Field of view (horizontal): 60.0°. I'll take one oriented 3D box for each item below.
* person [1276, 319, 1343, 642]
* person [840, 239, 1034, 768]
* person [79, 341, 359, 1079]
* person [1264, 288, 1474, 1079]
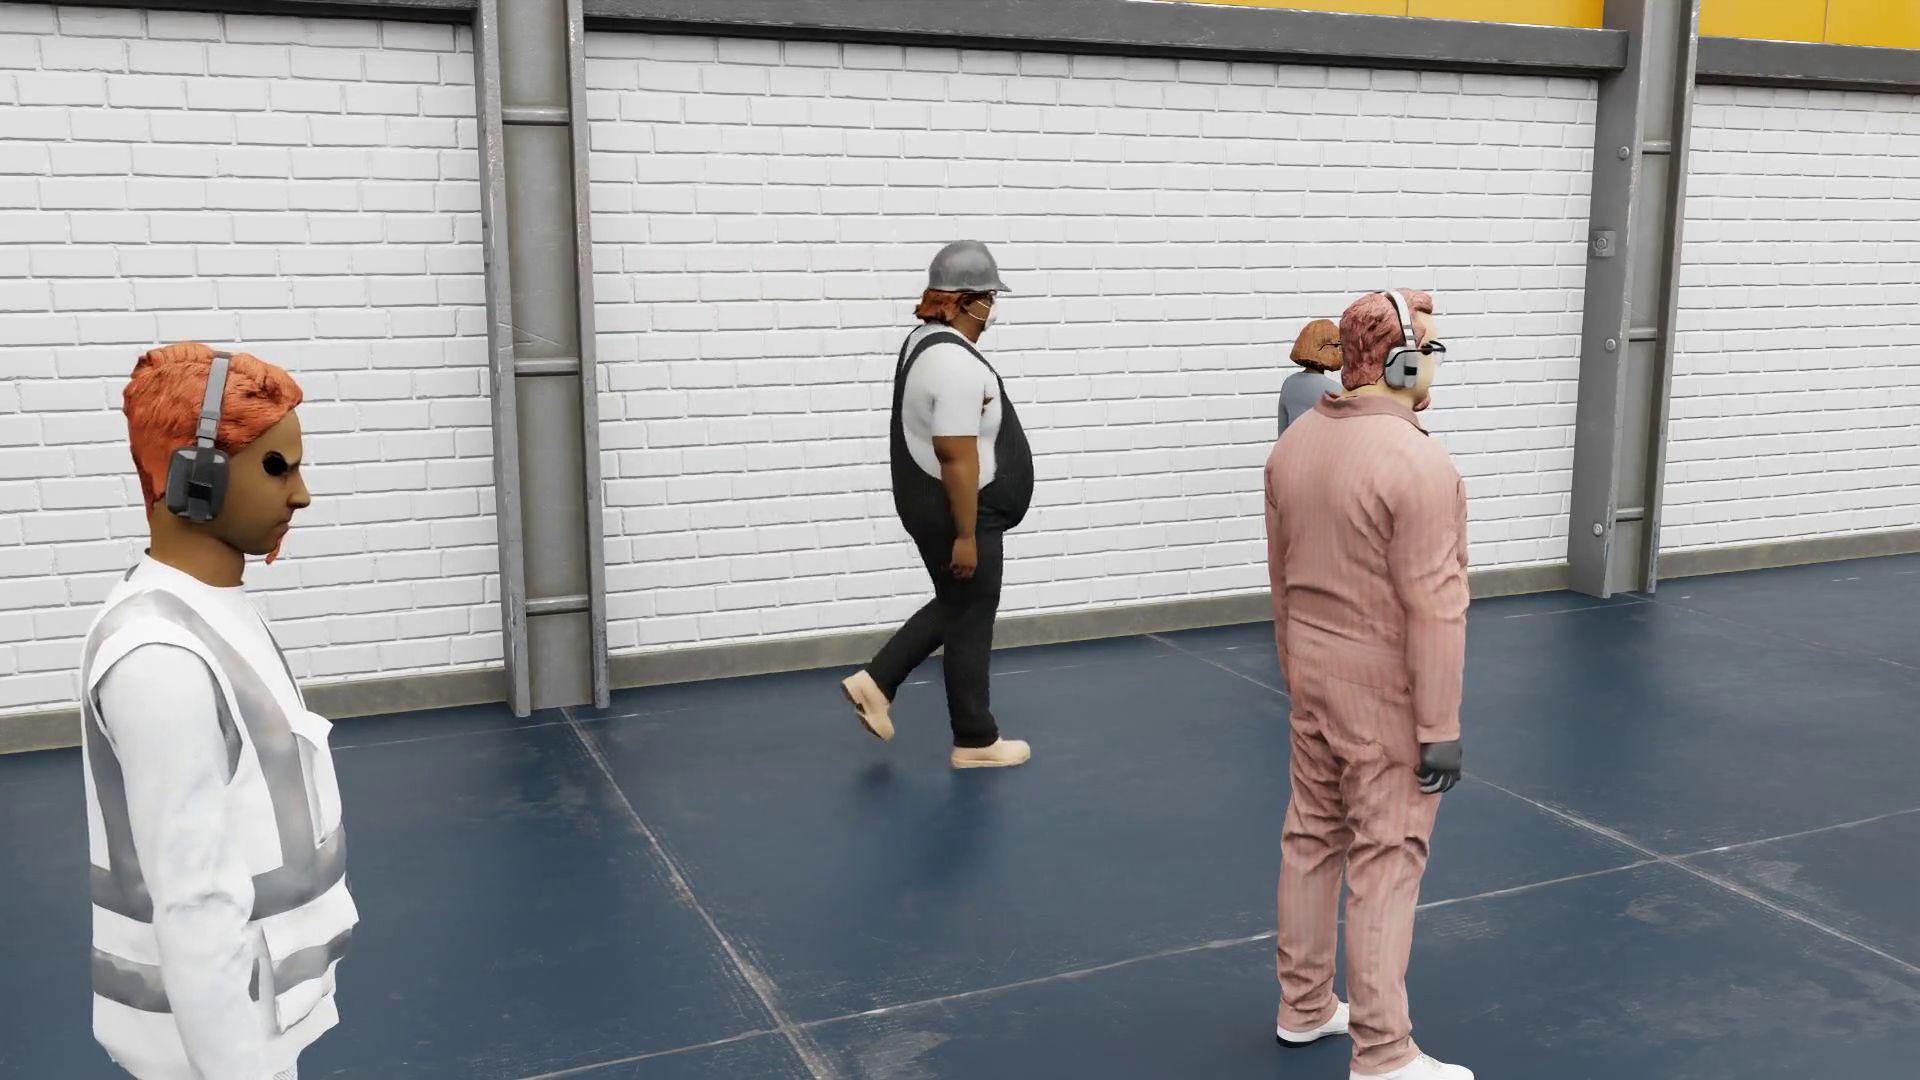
[{"bbox_3d":[1.742,-0.265,8.185,0.283,1.633,0.497,-4,11,-23],"label":"person"},{"bbox_3d":[-0.048,-0.125,6.288,0.669,2.000,0.701,-3,11,-14],"label":"person"},{"bbox_3d":[-1.008,0.670,2.333,0.356,1.887,0.573,-4,11,-23],"label":"person"},{"bbox_3d":[0.992,0.363,3.970,0.409,1.909,0.639,-4,11,-23],"label":"person"}]
